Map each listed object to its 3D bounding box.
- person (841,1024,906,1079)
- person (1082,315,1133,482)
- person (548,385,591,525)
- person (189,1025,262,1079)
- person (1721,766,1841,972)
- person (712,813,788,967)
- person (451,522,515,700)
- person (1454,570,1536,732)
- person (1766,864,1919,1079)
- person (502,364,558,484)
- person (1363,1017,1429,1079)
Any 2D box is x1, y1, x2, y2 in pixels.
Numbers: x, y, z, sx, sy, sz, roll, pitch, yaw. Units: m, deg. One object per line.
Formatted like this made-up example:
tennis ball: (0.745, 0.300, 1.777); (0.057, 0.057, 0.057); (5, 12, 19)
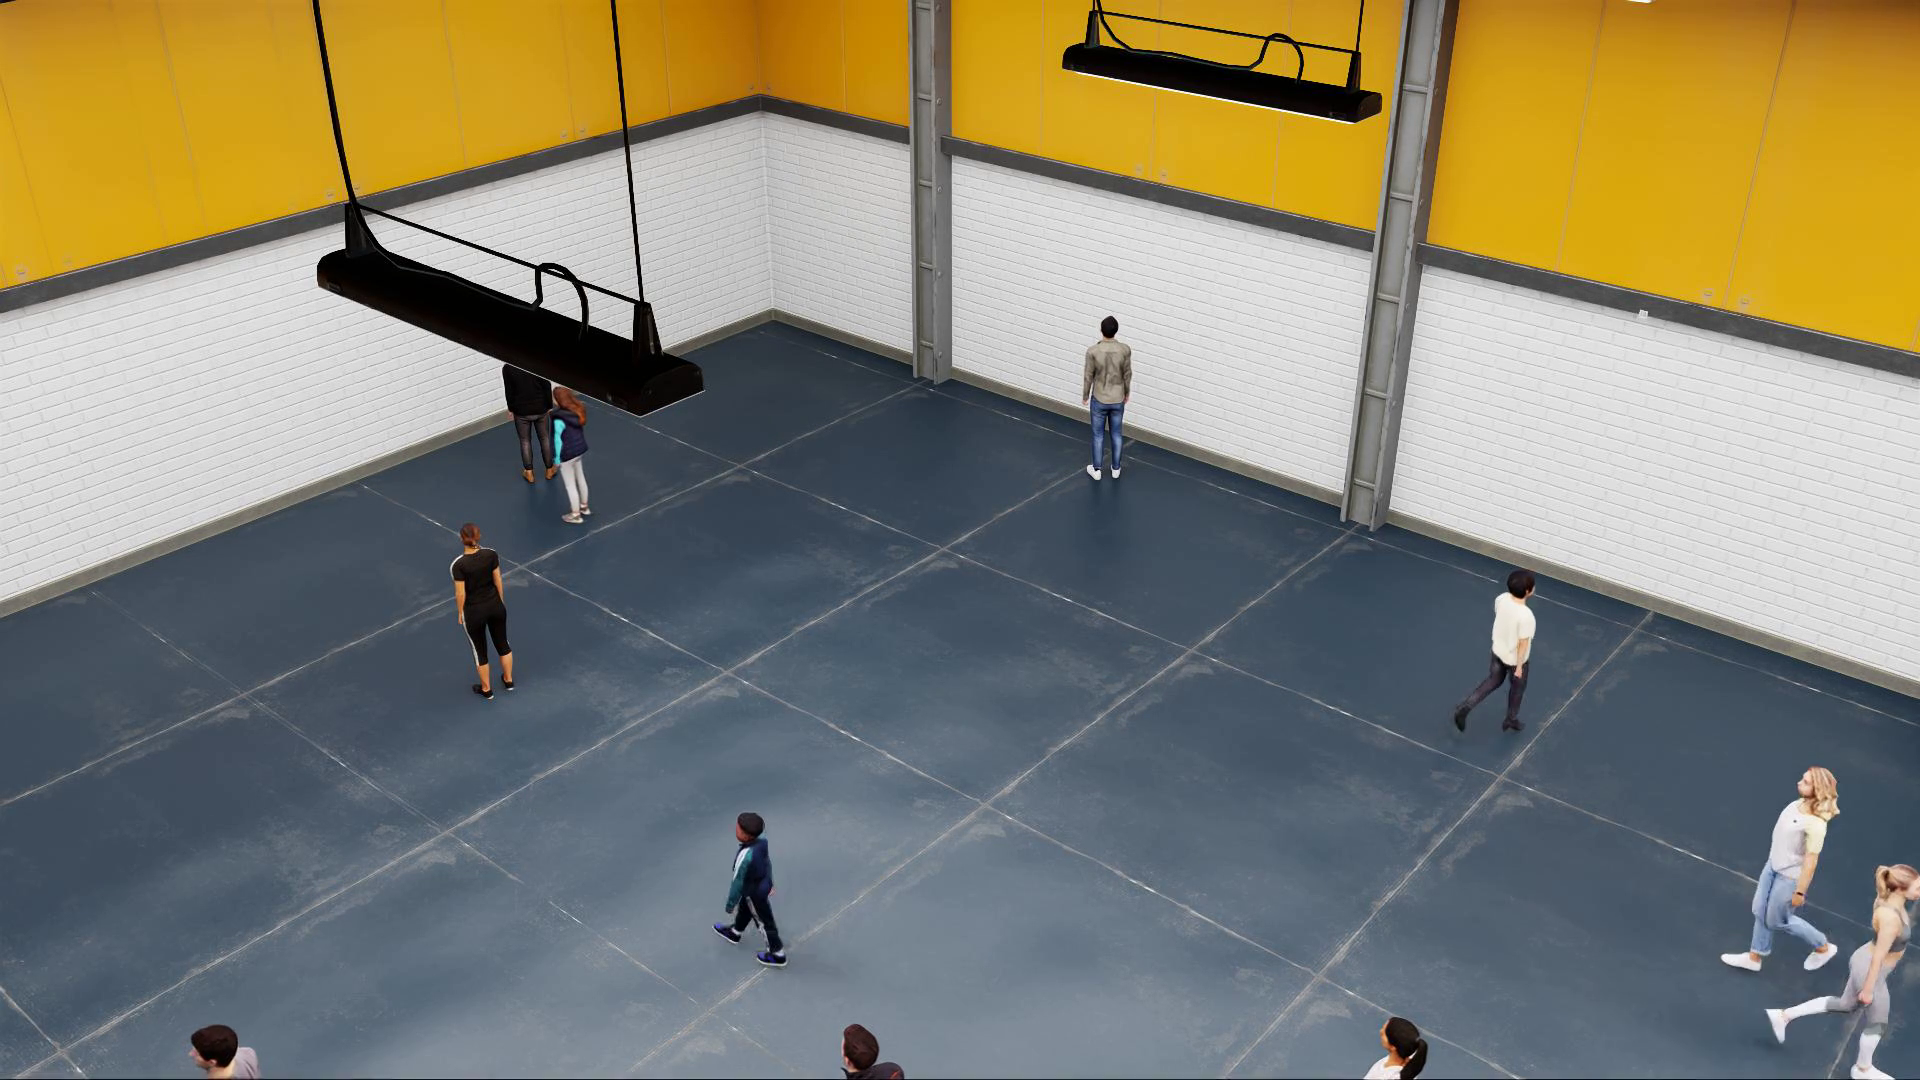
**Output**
person: (-0.517, 3.359, 8.987); (0.709, 1.915, 0.618); (-24, 37, -37)
person: (1.597, -1.529, 18.002); (0.789, 1.864, 0.834); (-4, 29, -7)
person: (-4.035, -0.907, 17.245); (0.688, 1.498, 0.658); (9, 30, 15)
person: (-3.901, 3.349, 9.068); (0.778, 1.856, 0.740); (0, 29, -1)
person: (5.681, 2.266, 11.209); (1.031, 1.707, 0.873); (6, 29, 12)
person: (-1.348, 2.418, 11.428); (0.901, 1.230, 0.718); (8, 30, 15)
person: (-4.107, 0.592, 14.317); (0.613, 1.669, 0.569); (-22, 36, -35)
person: (4.481, 0.966, 13.738); (0.923, 1.567, 0.983); (-11, 31, -20)
person: (5.626, 2.696, 10.450); (1.099, 1.679, 0.738); (13, 31, 23)
person: (-4.656, -1.453, 18.011); (0.726, 1.723, 0.738); (-8, 30, -14)
person: (2.394, 3.312, 9.355); (0.522, 1.646, 0.559); (21, 35, 34)
